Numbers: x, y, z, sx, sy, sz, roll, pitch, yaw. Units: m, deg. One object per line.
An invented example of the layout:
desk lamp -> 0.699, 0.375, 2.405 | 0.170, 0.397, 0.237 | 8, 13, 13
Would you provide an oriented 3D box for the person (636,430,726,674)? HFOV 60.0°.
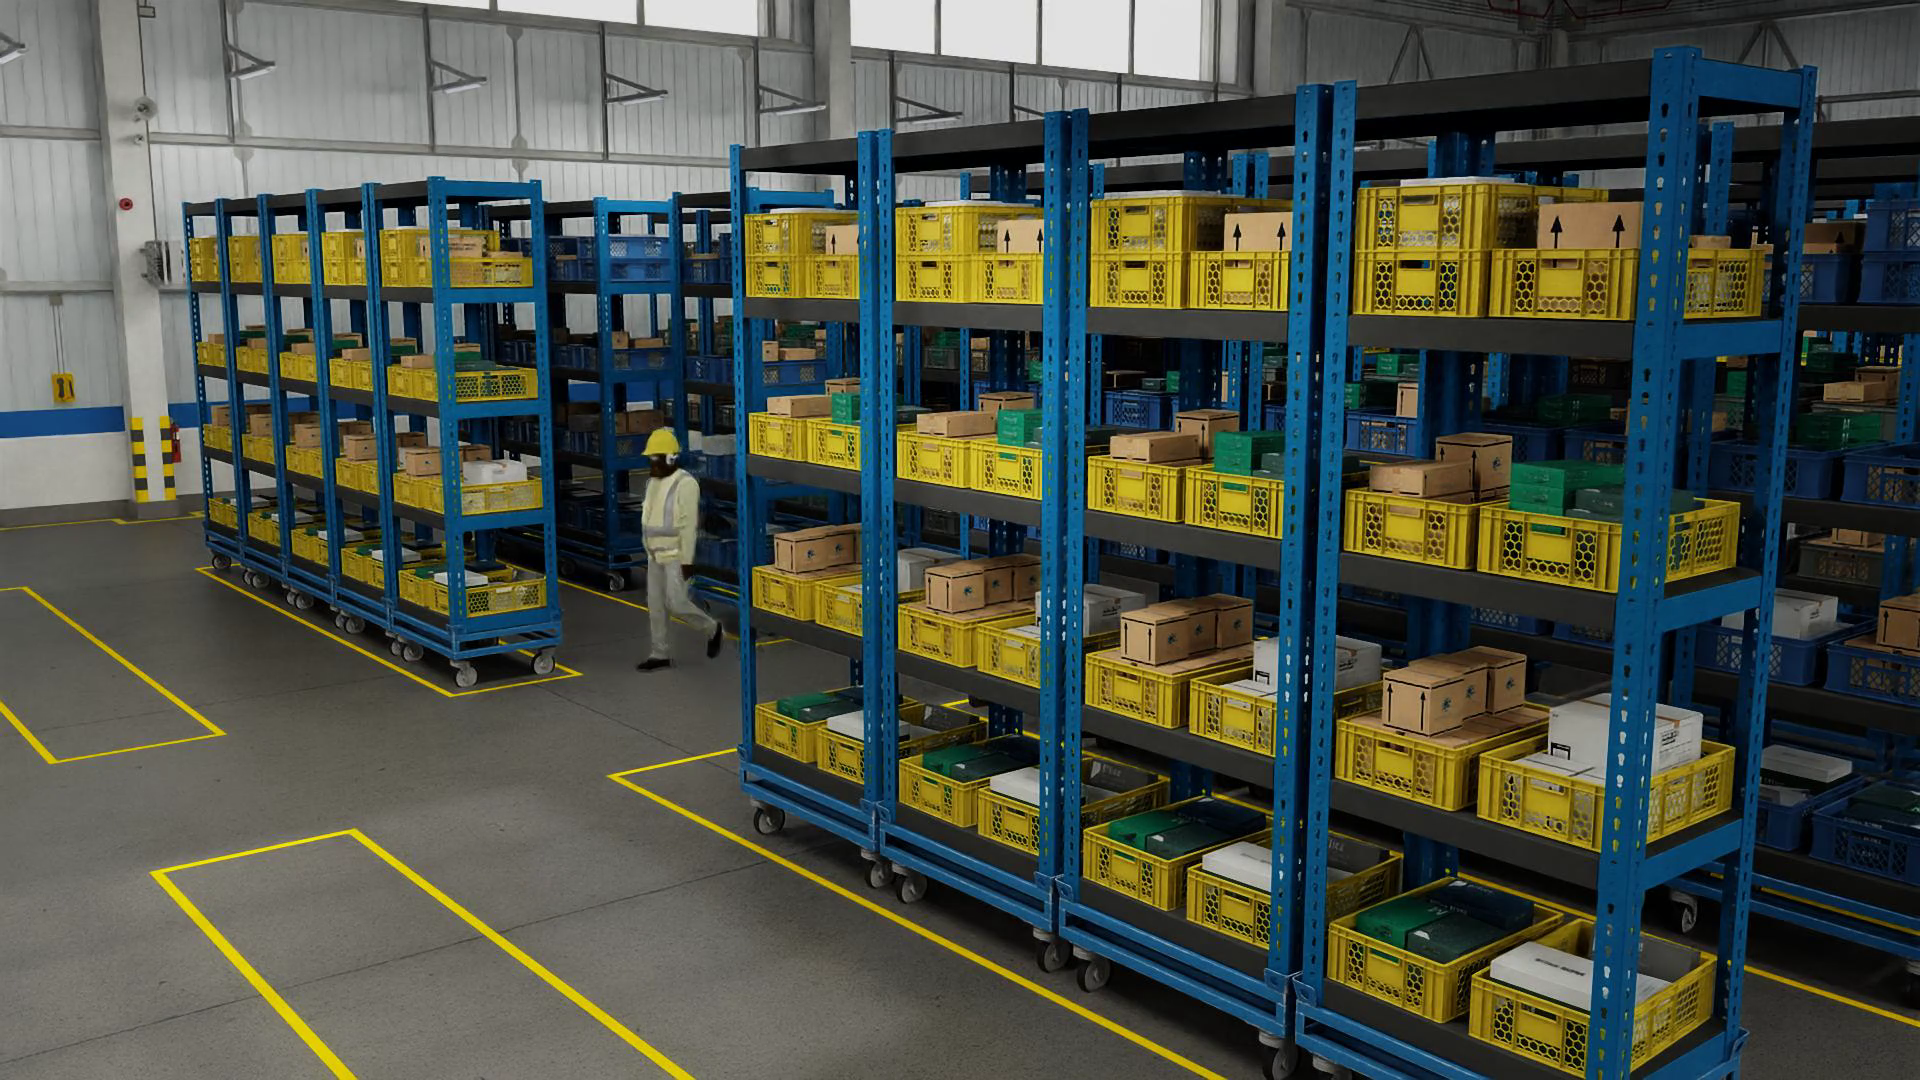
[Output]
person -> -2.099, 0.079, 12.309 | 0.613, 1.810, 0.602 | -9, 13, -42
